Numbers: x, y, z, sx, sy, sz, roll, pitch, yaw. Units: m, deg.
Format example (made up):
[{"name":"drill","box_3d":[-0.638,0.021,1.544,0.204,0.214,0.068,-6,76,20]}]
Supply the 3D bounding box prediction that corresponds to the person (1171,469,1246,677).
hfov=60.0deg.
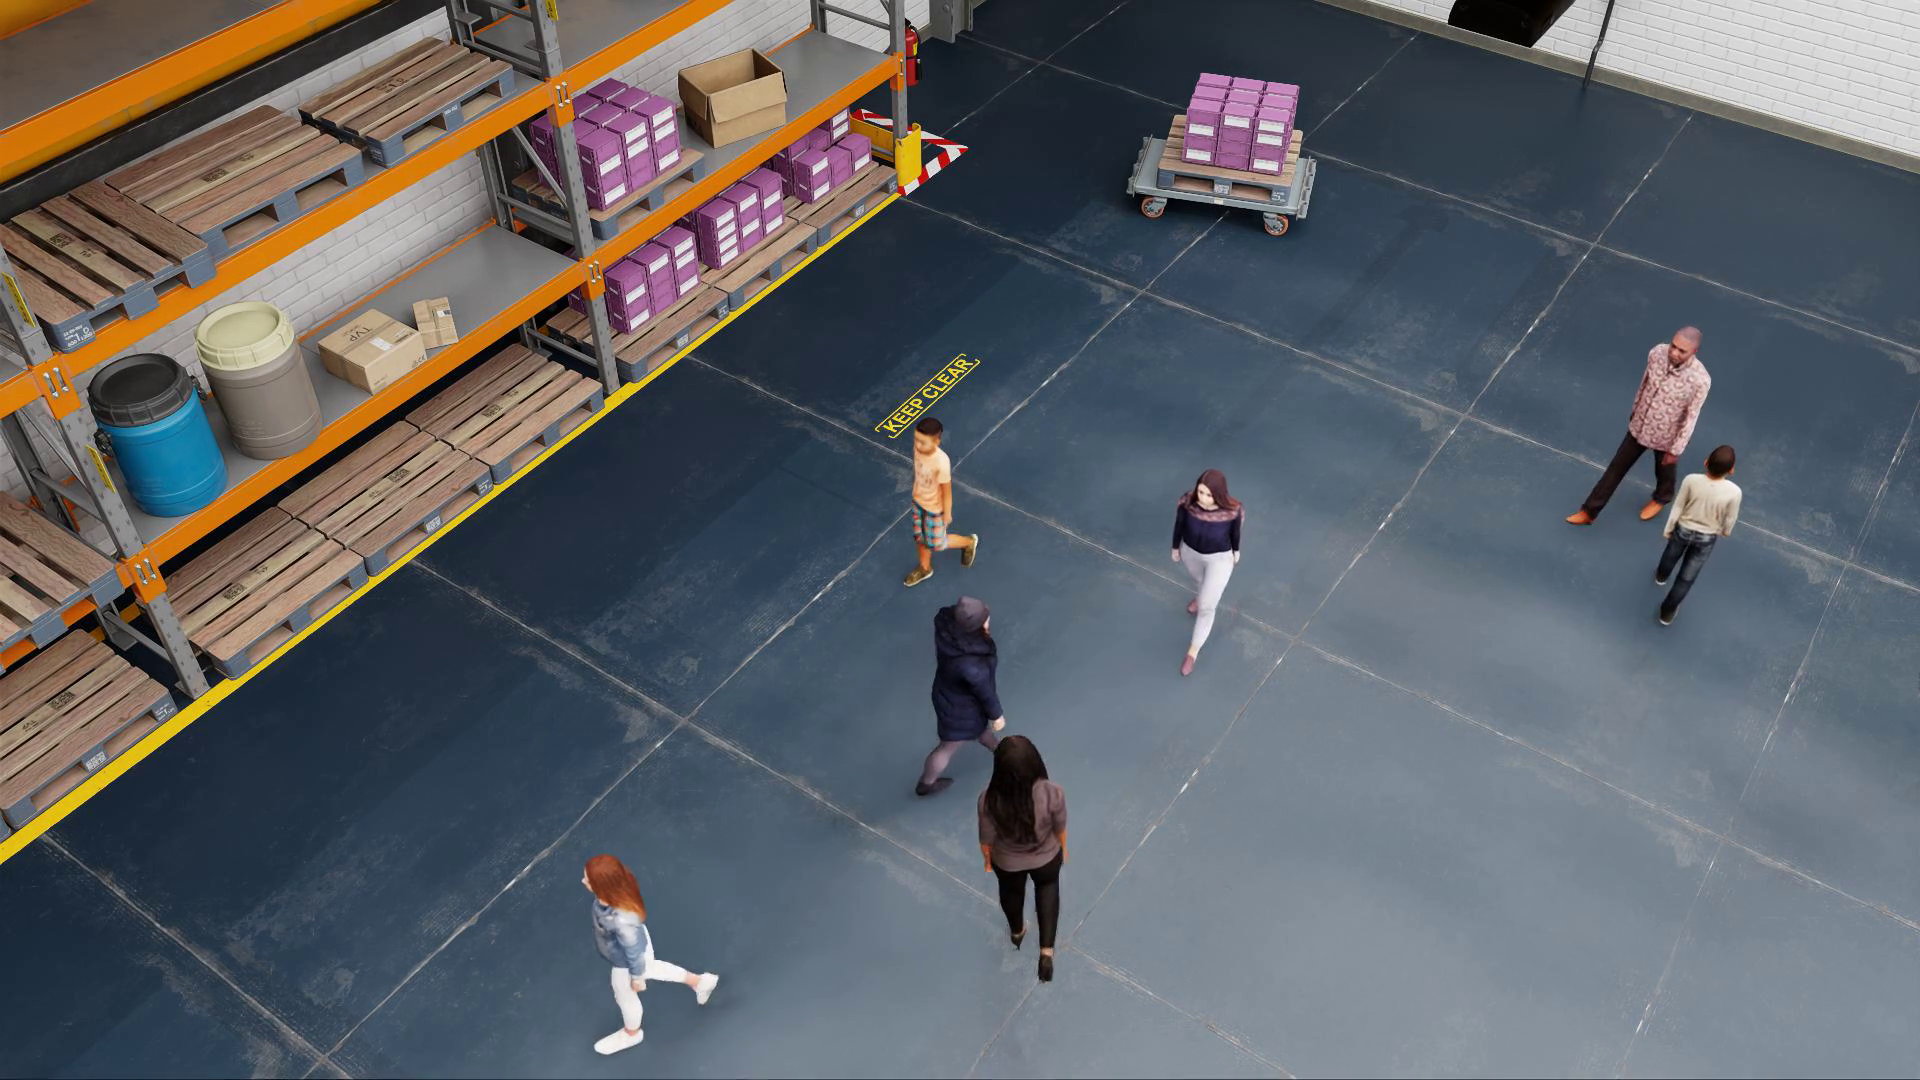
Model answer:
[{"name":"person","box_3d":[1.661,0.089,11.107,0.732,1.557,1.108,18,46,18]}]

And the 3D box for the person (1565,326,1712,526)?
[{"name":"person","box_3d":[5.062,-0.814,11.907,1.277,1.761,0.979,-25,49,-24]}]

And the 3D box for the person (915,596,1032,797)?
[{"name":"person","box_3d":[-0.057,1.002,10.099,1.164,1.625,1.021,-15,46,-15]}]

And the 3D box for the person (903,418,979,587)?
[{"name":"person","box_3d":[-0.146,-0.292,11.584,0.856,1.451,0.656,-29,51,-27]}]

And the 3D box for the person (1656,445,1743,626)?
[{"name":"person","box_3d":[4.976,-0.004,11.288,0.562,1.441,0.828,24,48,23]}]

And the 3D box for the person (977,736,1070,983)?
[{"name":"person","box_3d":[0.353,1.809,9.109,0.921,1.822,1.008,2,44,2]}]

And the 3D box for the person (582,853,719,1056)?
[{"name":"person","box_3d":[-1.686,2.153,8.845,1.069,1.688,0.954,-13,45,-14]}]
